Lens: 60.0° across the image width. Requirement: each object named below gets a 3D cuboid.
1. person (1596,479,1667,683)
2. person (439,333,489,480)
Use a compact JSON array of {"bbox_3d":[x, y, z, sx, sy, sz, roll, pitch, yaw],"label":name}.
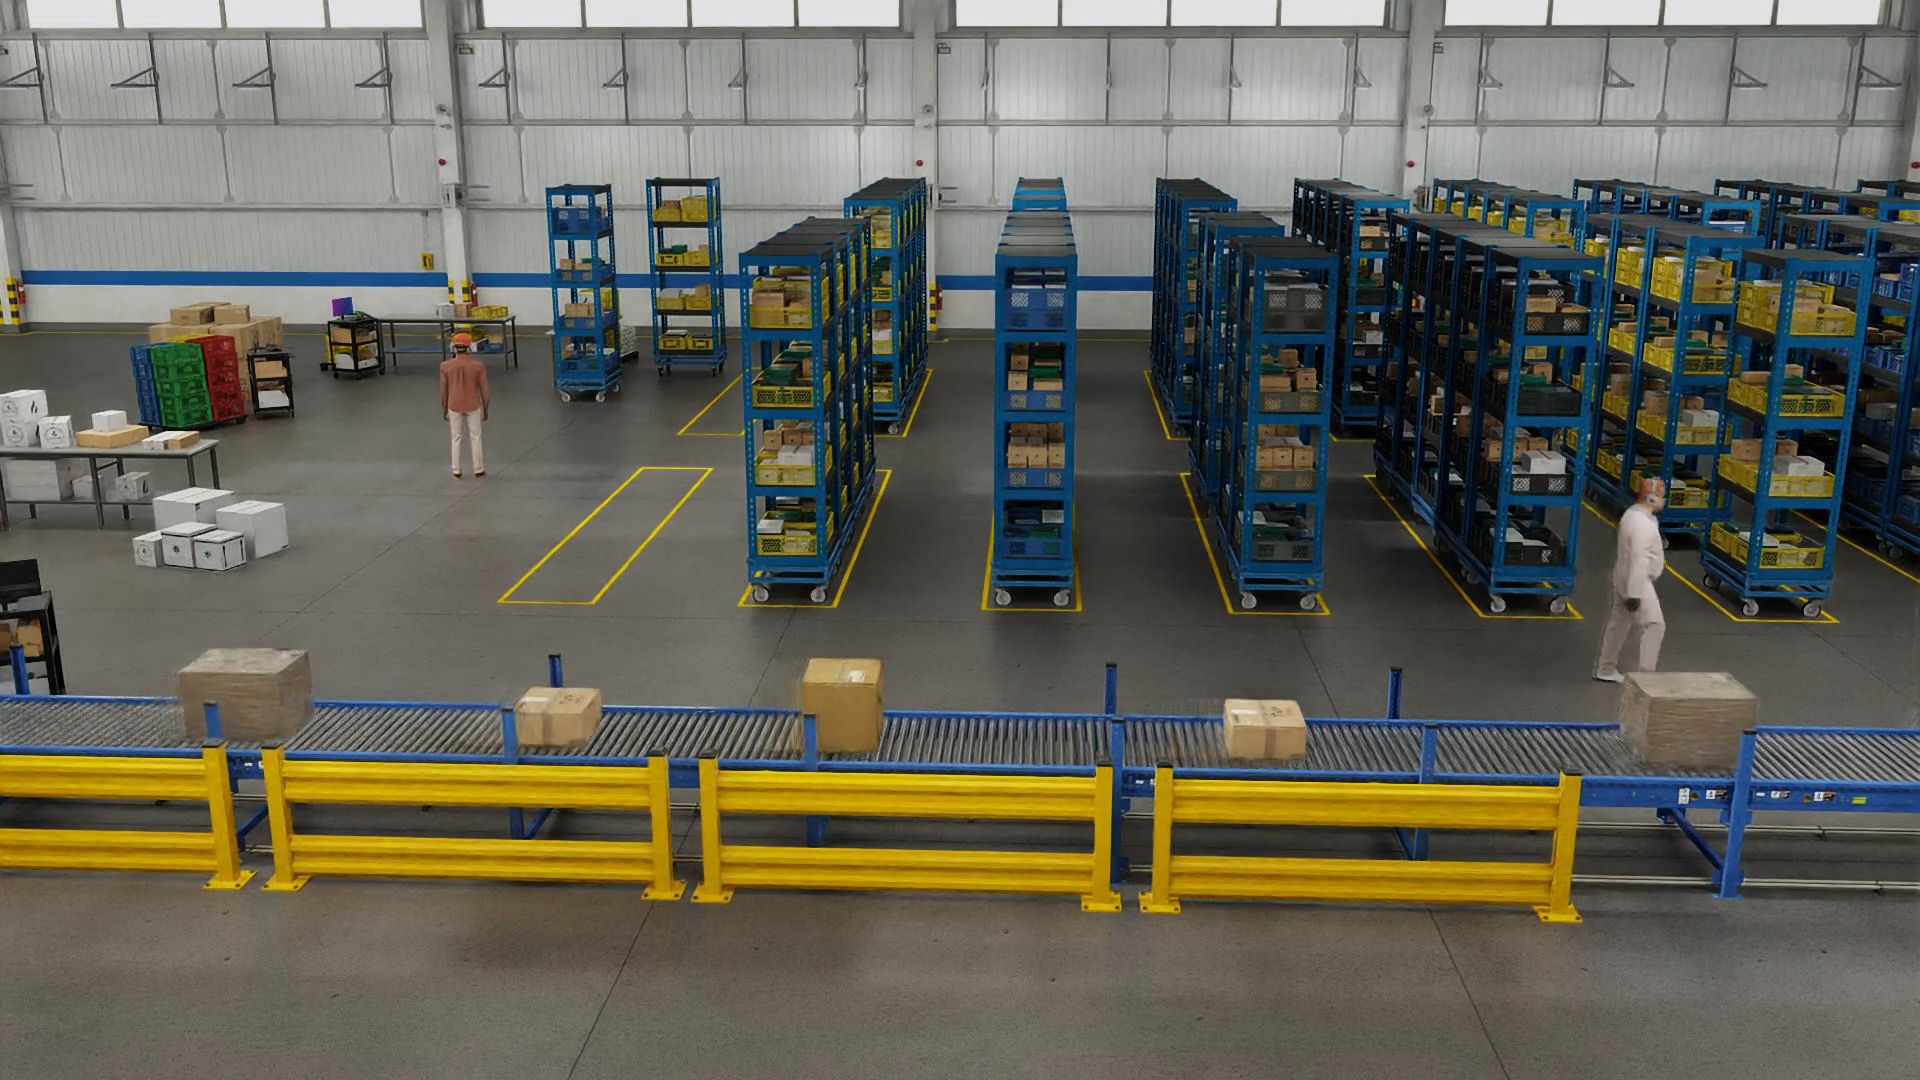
[{"bbox_3d":[6.011,0.394,14.524,0.769,1.877,0.663,3,15,12],"label":"person"},{"bbox_3d":[-6.682,-1.799,22.473,0.623,1.982,0.416,-4,16,-13],"label":"person"}]
